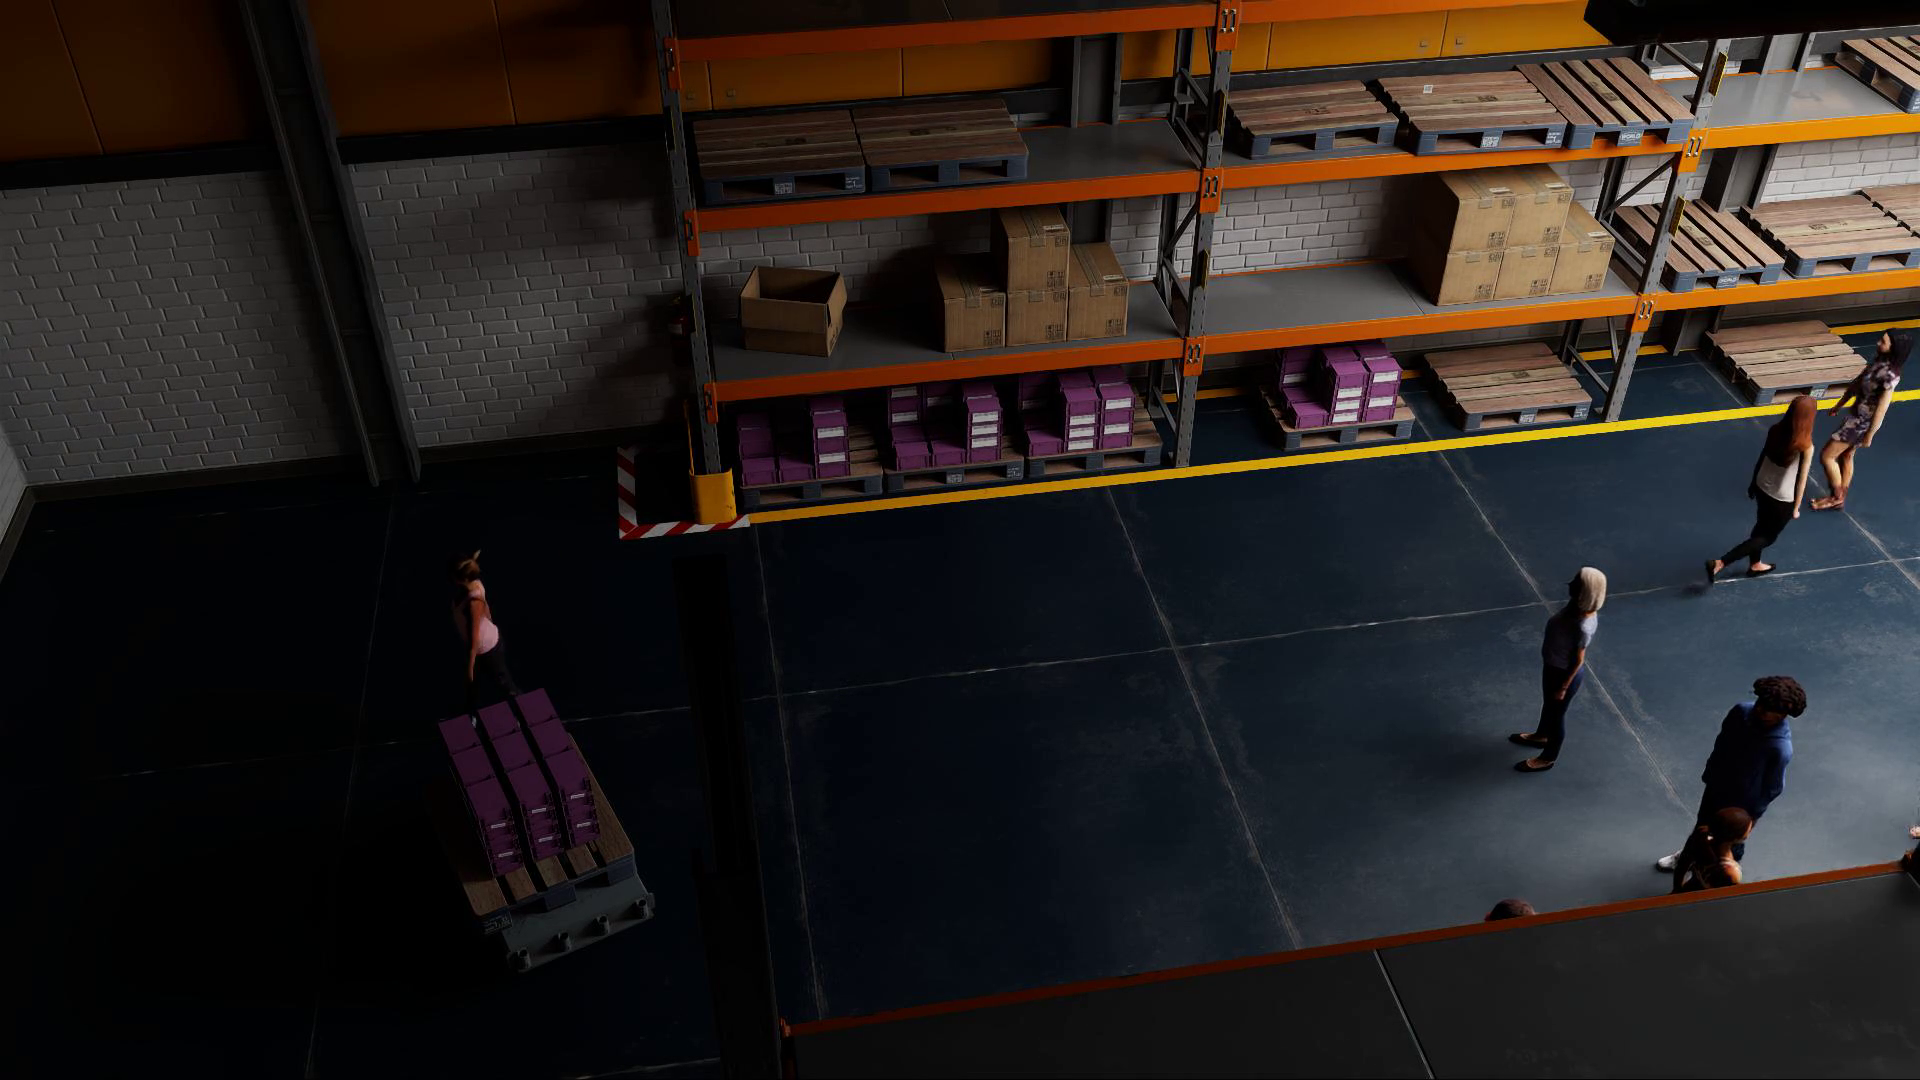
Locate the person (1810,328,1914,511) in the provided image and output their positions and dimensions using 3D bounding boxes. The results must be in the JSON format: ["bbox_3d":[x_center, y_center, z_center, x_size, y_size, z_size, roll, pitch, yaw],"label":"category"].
[{"bbox_3d":[7.359,-0.943,13.428,0.735,1.726,0.703,11,40,13],"label":"person"}]

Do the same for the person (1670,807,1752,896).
[{"bbox_3d":[4.165,2.167,9.482,0.574,1.792,0.593,-9,40,-12],"label":"person"}]

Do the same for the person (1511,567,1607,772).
[{"bbox_3d":[4.061,0.860,11.174,0.620,1.722,0.637,6,39,8],"label":"person"}]

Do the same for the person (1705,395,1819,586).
[{"bbox_3d":[6.150,-0.328,12.674,0.998,1.706,0.634,-10,40,-13],"label":"person"}]

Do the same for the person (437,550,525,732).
[{"bbox_3d":[-3.175,0.726,11.428,0.941,1.615,0.671,-11,40,-14],"label":"person"}]

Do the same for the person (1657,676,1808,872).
[{"bbox_3d":[4.807,1.522,10.273,0.605,1.811,0.696,-11,40,-13],"label":"person"}]
